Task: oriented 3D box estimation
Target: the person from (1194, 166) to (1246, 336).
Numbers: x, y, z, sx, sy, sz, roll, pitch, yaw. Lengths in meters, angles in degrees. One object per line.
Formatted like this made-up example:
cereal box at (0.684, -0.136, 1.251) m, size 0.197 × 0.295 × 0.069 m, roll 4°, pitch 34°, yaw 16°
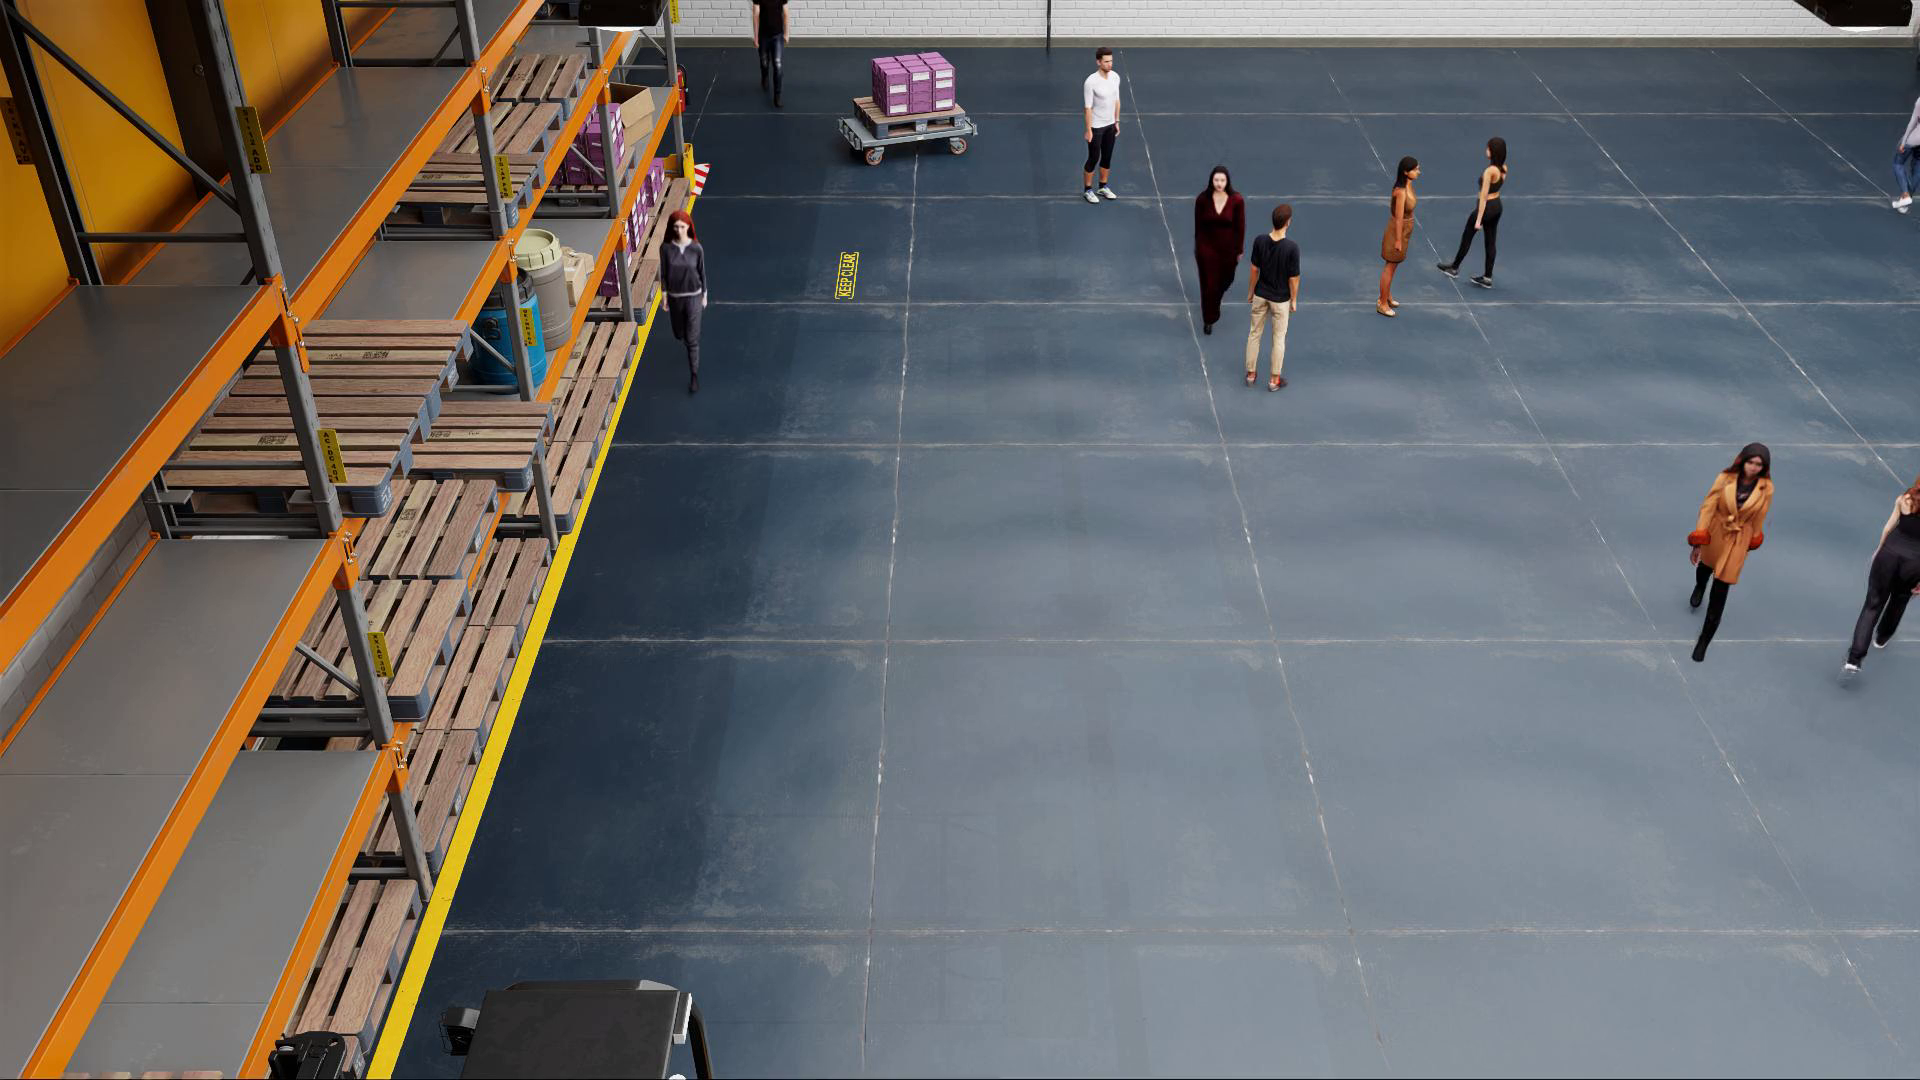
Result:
person at (2.639, -3.017, 17.025) m, size 0.754 × 1.723 × 1.092 m, roll 3°, pitch 34°, yaw 4°

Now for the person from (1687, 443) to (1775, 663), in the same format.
person at (5.752, -0.007, 12.548) m, size 1.054 × 1.667 × 1.306 m, roll 16°, pitch 37°, yaw 23°

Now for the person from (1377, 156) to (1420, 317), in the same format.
person at (4.549, -3.169, 17.283) m, size 0.688 × 1.690 × 0.564 m, roll 13°, pitch 36°, yaw 19°

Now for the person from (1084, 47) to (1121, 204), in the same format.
person at (1.684, -4.966, 19.846) m, size 0.741 × 1.848 × 0.766 m, roll -22°, pitch 39°, yaw -29°

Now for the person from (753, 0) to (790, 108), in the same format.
person at (-2.618, -6.958, 22.825) m, size 0.839 × 1.867 × 1.220 m, roll -6°, pitch 34°, yaw -9°

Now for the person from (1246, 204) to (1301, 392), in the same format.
person at (2.971, -2.311, 15.843) m, size 0.714 × 1.857 × 0.708 m, roll 17°, pitch 37°, yaw 24°

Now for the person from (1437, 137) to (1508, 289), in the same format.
person at (5.707, -3.470, 17.796) m, size 0.899 × 1.624 × 0.988 m, roll -25°, pitch 41°, yaw -32°

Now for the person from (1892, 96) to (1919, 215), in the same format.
person at (11.275, -4.626, 19.444) m, size 0.646 × 1.726 × 0.681 m, roll -3°, pitch 34°, yaw -5°

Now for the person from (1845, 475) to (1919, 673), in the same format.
person at (6.832, 0.227, 12.159) m, size 1.054 × 1.708 × 1.169 m, roll 25°, pitch 41°, yaw 33°

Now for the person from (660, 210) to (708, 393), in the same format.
person at (-2.640, -2.348, 15.986) m, size 0.607 × 1.760 × 0.996 m, roll 1°, pitch 34°, yaw 1°
